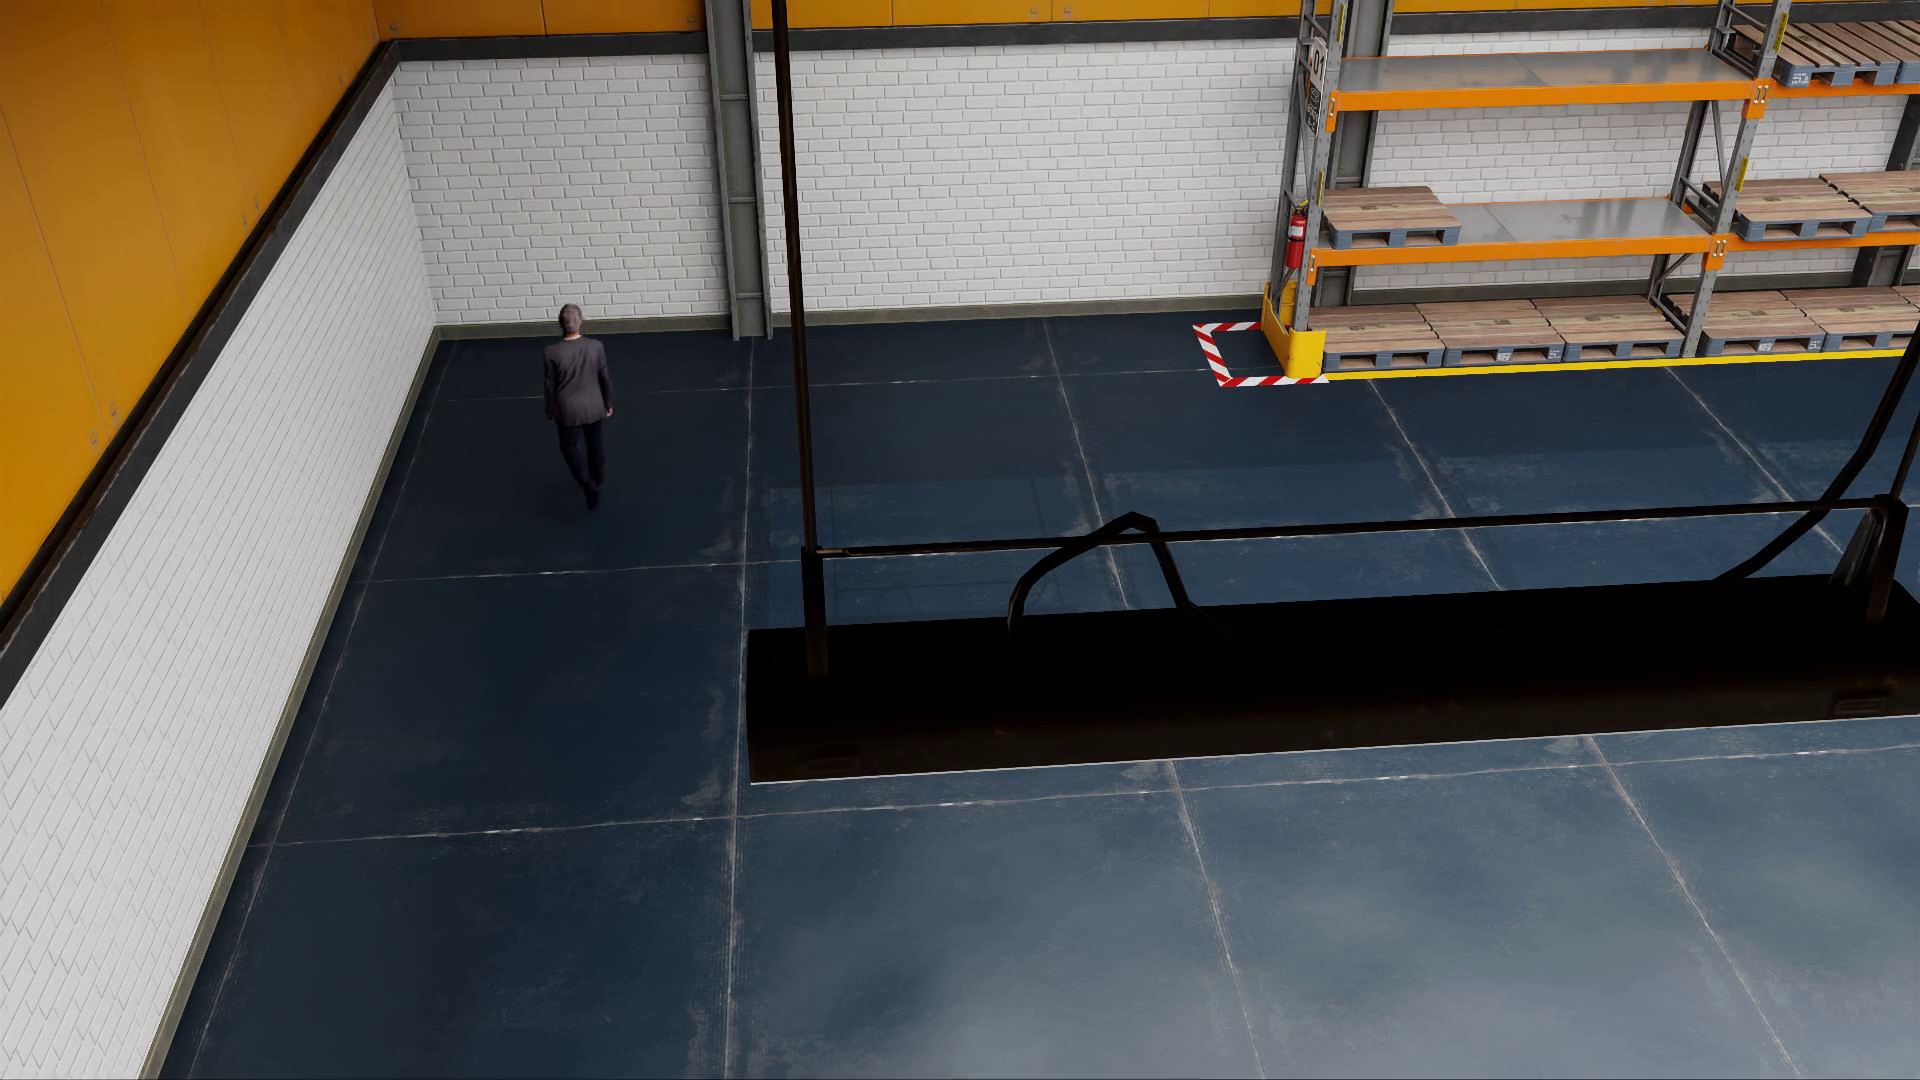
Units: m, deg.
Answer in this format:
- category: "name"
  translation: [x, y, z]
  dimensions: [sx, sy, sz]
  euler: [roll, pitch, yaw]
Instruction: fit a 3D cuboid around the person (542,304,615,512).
- category: "person"
  translation: [-3.150, -1.074, 13.807]
  dimensions: [1.040, 1.819, 1.010]
  euler: [-15, 37, -21]
